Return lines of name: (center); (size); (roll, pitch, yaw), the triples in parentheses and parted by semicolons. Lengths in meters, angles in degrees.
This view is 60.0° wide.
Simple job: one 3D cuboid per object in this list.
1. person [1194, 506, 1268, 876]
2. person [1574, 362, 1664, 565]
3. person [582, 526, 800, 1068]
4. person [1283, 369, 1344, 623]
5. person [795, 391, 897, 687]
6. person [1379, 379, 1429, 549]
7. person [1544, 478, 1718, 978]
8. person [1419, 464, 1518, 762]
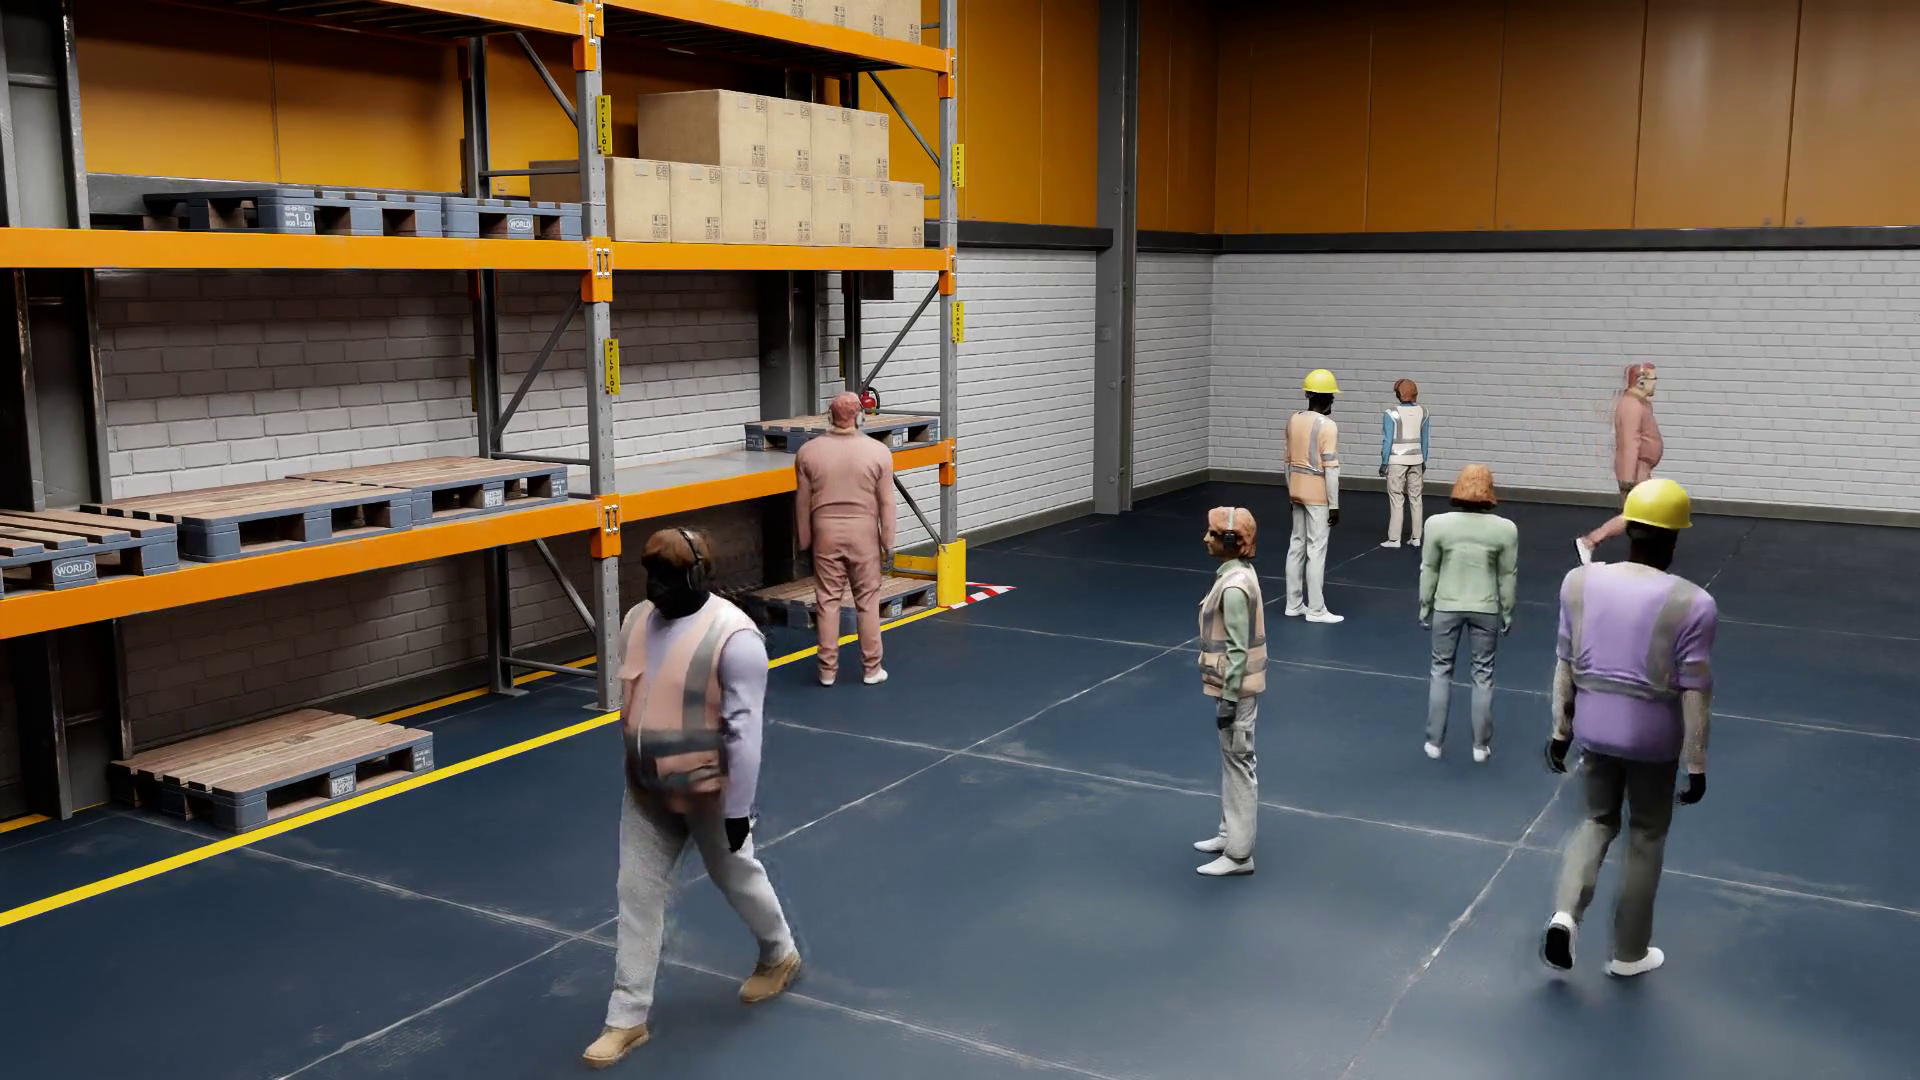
person: (1.196, 0.661, 7.337); (0.314, 1.642, 0.514); (2, 9, 10)
person: (5.790, -0.600, 14.448); (0.707, 1.886, 0.650); (3, 10, 20)
person: (-0.906, 0.833, 5.790); (0.638, 1.804, 0.939); (6, 11, 33)
person: (2.692, -0.331, 12.641); (0.368, 1.927, 0.589); (-4, 10, -25)
person: (-0.722, -0.004, 10.675); (0.651, 1.904, 0.403); (1, 9, 4)
person: (4.274, -0.727, 16.010); (0.523, 1.638, 0.311); (-3, 10, -20)
person: (2.455, 0.720, 6.135); (0.541, 1.907, 0.601); (-8, 12, -41)
person: (2.744, 0.398, 9.036); (0.505, 1.624, 0.289); (2, 9, 14)
